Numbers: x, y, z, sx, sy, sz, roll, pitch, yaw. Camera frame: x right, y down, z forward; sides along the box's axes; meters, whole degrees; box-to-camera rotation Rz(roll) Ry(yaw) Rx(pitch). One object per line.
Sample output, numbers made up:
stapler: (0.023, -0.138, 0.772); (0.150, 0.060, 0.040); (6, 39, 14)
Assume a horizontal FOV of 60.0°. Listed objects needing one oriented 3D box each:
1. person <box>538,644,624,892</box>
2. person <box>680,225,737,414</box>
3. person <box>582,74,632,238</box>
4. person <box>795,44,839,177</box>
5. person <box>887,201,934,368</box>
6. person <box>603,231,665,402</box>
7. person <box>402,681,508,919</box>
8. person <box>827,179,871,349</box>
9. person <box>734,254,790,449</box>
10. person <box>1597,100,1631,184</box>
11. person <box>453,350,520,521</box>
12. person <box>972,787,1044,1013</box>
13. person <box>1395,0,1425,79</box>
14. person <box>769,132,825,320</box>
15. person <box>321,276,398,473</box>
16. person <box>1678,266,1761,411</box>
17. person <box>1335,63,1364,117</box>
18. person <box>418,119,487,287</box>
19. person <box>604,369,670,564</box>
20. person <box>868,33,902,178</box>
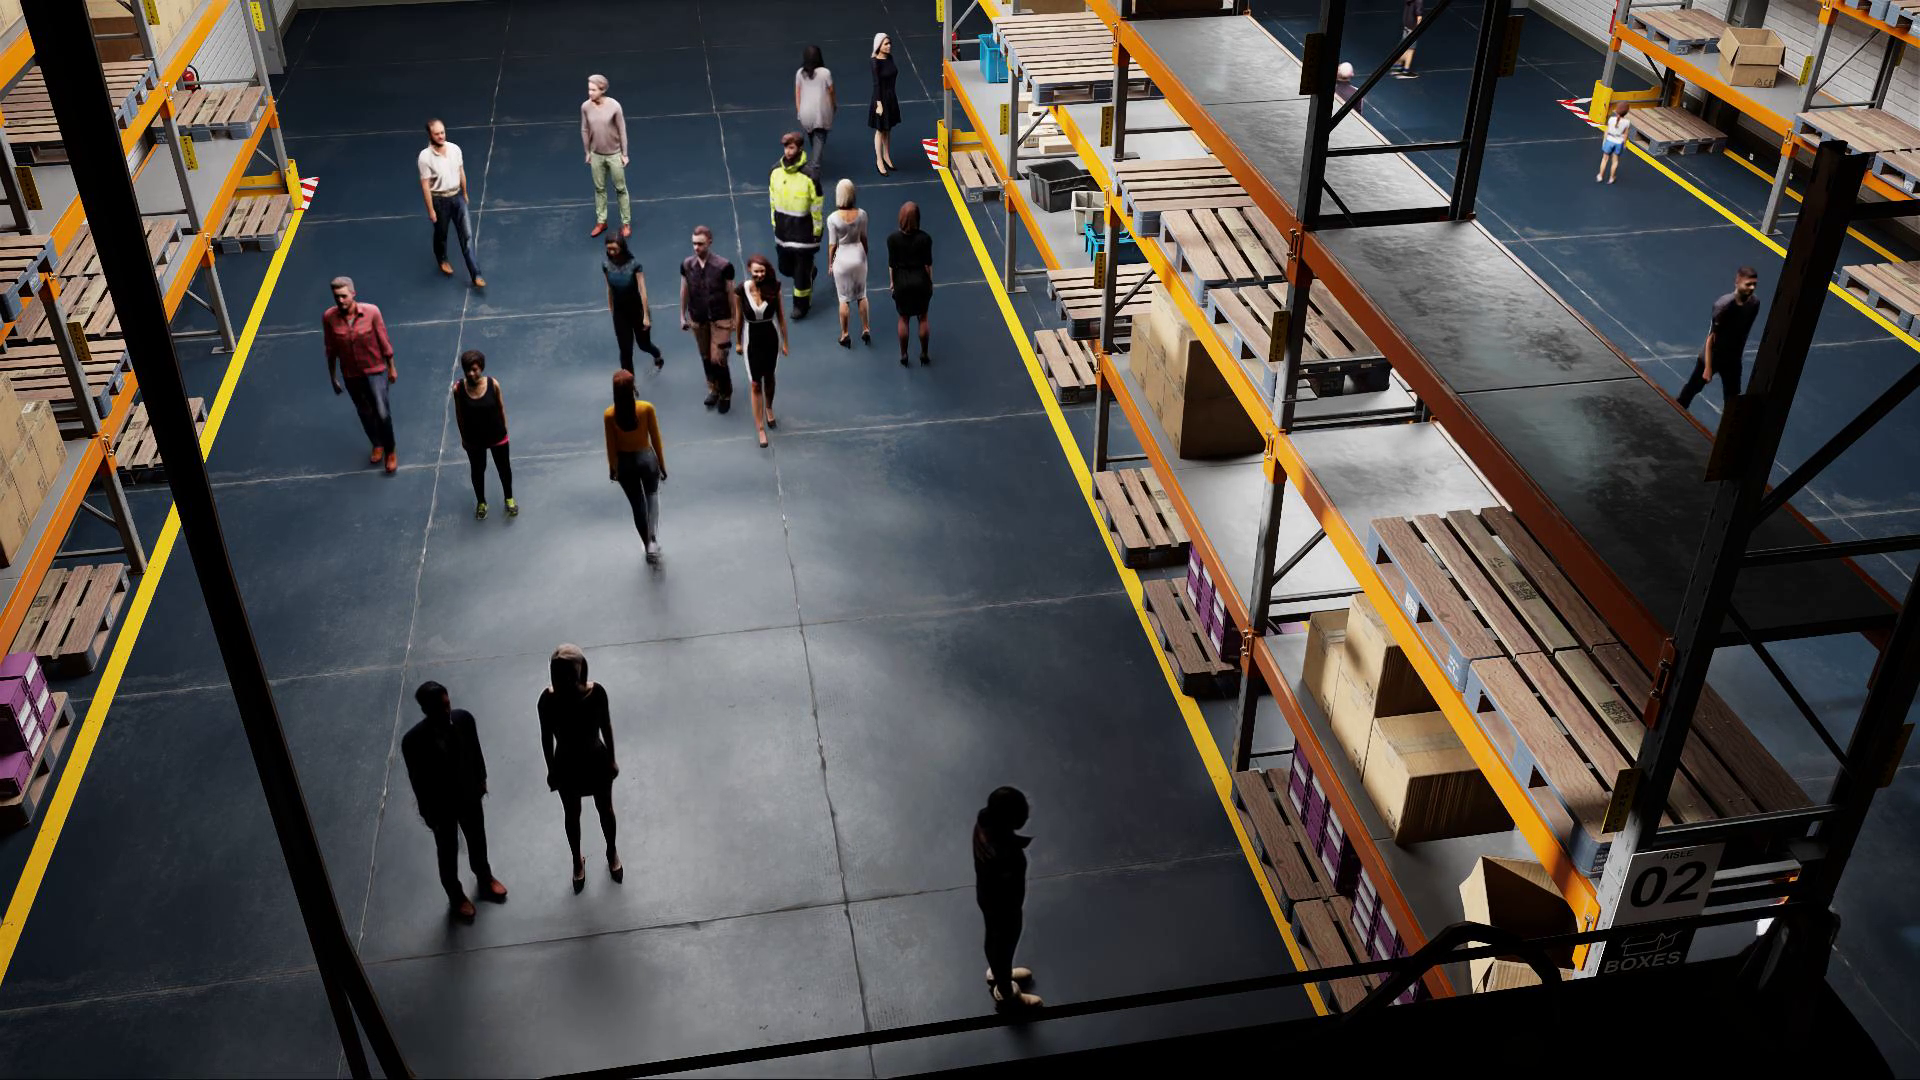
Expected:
person: (-2.329, 1.391, 10.268); (0.614, 1.831, 0.536); (-10, 35, -14)
person: (-2.287, -2.113, 15.544); (0.811, 1.826, 0.835); (9, 35, 14)
person: (-4.017, -4.388, 18.928); (0.744, 1.869, 0.714); (4, 34, 6)
person: (-1.792, -5.245, 20.492); (0.937, 1.565, 1.170); (9, 35, 13)
person: (-0.468, -2.483, 16.210); (0.623, 1.706, 0.557); (1, 34, 1)
person: (-3.065, -2.140, 15.691); (0.824, 1.708, 1.107); (3, 34, 4)
person: (-3.097, 1.551, 10.124); (0.730, 1.724, 0.706); (28, 43, 36)
person: (-1.086, -2.747, 16.567); (0.616, 1.750, 0.568); (-13, 36, -18)
person: (-1.797, -1.785, 15.101); (0.645, 1.770, 1.004); (-7, 34, -10)
person: (8.065, -4.913, 20.486); (0.491, 1.019, 0.535); (15, 36, 21)
person: (-3.990, -0.905, 13.974); (0.572, 1.551, 0.539); (-10, 35, -15)
person: (0.217, 2.055, 9.423); (0.663, 1.661, 0.607); (8, 35, 12)
person: (6.479, -7.371, 23.797); (0.610, 1.448, 0.464); (-8, 35, -12)
person: (-1.640, -3.284, 17.179); (1.033, 1.966, 1.112); (14, 36, 20)
person: (-5.241, -1.521, 14.664); (0.722, 1.814, 0.737); (-4, 34, -6)
person: (6.790, -1.672, 14.976); (0.744, 1.720, 1.136); (-9, 35, -14)
person: (4.378, -4.627, 19.317); (0.732, 1.837, 0.686); (4, 34, 7)
person: (-5.563, -3.646, 17.874); (1.067, 1.800, 1.351); (-22, 40, -30)
person: (-2.561, -0.536, 13.247); (0.636, 1.742, 0.623); (-9, 35, -13)
person: (-0.931, -5.393, 20.551); (0.757, 1.747, 0.684); (17, 37, 24)
